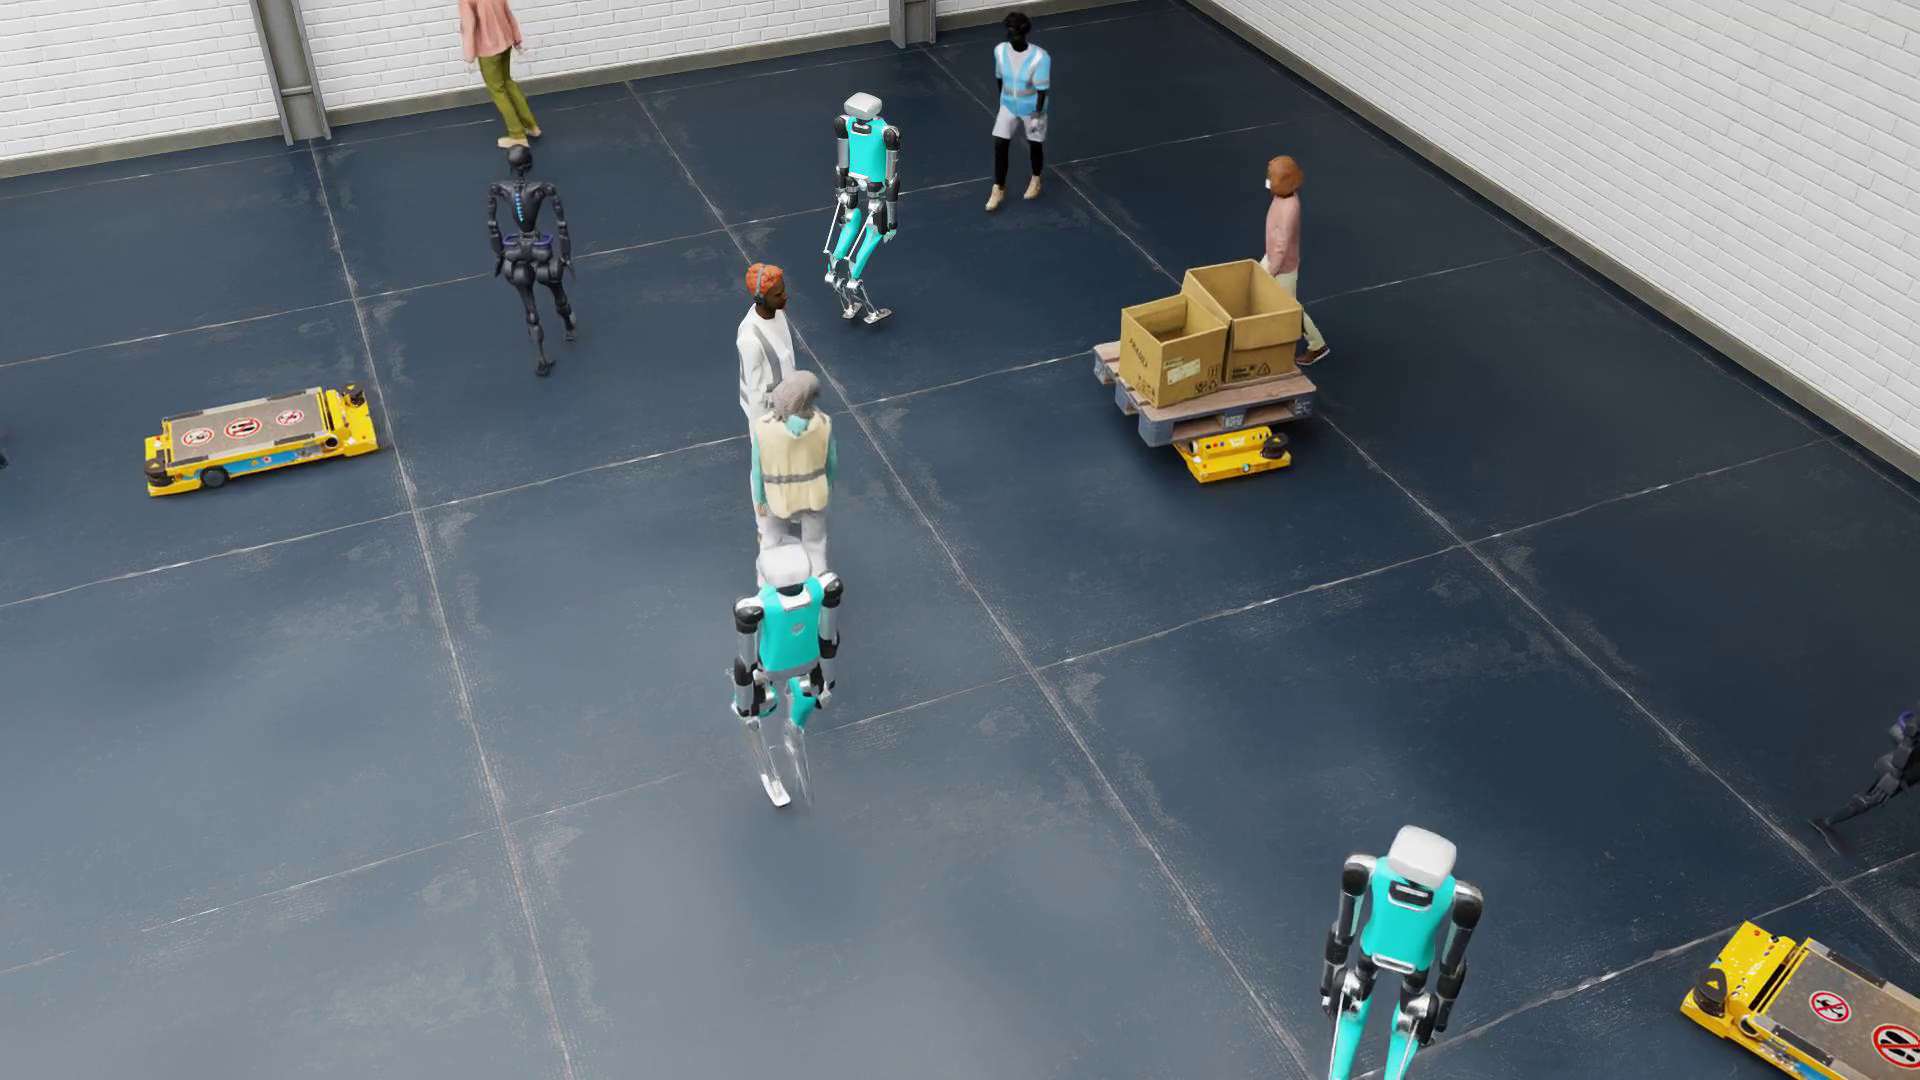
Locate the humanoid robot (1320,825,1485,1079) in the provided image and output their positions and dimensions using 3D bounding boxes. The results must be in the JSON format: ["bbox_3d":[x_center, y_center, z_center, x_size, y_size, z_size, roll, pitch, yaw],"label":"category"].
[{"bbox_3d":[1.630,1.942,6.513,0.530,1.764,0.702,14,40,17],"label":"humanoid robot"}]

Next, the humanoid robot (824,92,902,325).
[{"bbox_3d":[-0.775,-2.307,11.962,0.533,1.677,0.735,20,42,24],"label":"humanoid robot"}]

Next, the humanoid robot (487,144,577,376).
[{"bbox_3d":[-3.029,-2.028,11.785,0.598,1.636,0.731,0,38,-1],"label":"humanoid robot"}]

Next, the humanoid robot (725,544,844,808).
[{"bbox_3d":[-0.923,0.679,8.245,0.547,1.848,0.752,-19,41,-23],"label":"humanoid robot"}]

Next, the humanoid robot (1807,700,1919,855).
[{"bbox_3d":[4.594,1.024,7.815,0.589,1.622,0.802,-15,40,-19],"label":"humanoid robot"}]

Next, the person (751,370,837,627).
[{"bbox_3d":[-0.969,-0.299,9.497,0.537,1.673,0.663,-6,38,-7],"label":"person"}]

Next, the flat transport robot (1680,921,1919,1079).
[{"bbox_3d":[4.023,2.256,7.337,1.431,0.231,0.659,31,47,34],"label":"flat transport robot"}]

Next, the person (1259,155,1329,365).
[{"bbox_3d":[2.298,-1.958,11.730,0.804,1.589,0.505,-1,38,-1],"label":"person"}]

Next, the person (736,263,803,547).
[{"bbox_3d":[-1.128,-0.806,9.999,0.361,1.882,0.573,6,38,8],"label":"person"}]

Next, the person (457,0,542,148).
[{"bbox_3d":[-4.115,-4.308,14.623,0.436,1.796,0.560,13,39,17],"label":"person"}]

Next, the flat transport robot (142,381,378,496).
[{"bbox_3d":[-4.700,-0.685,11.166,1.431,0.231,0.659,-14,40,-18],"label":"flat transport robot"}]

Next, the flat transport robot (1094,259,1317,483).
[{"bbox_3d":[1.664,-0.904,11.451,0.659,0.231,1.431,-12,39,-15],"label":"flat transport robot"}]

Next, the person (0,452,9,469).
[{"bbox_3d":[-6.724,-1.365,10.746,0.911,1.870,0.563,10,39,13],"label":"person"}]

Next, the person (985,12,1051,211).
[{"bbox_3d":[0.484,-3.523,13.716,0.542,1.659,0.768,17,41,20],"label":"person"}]
